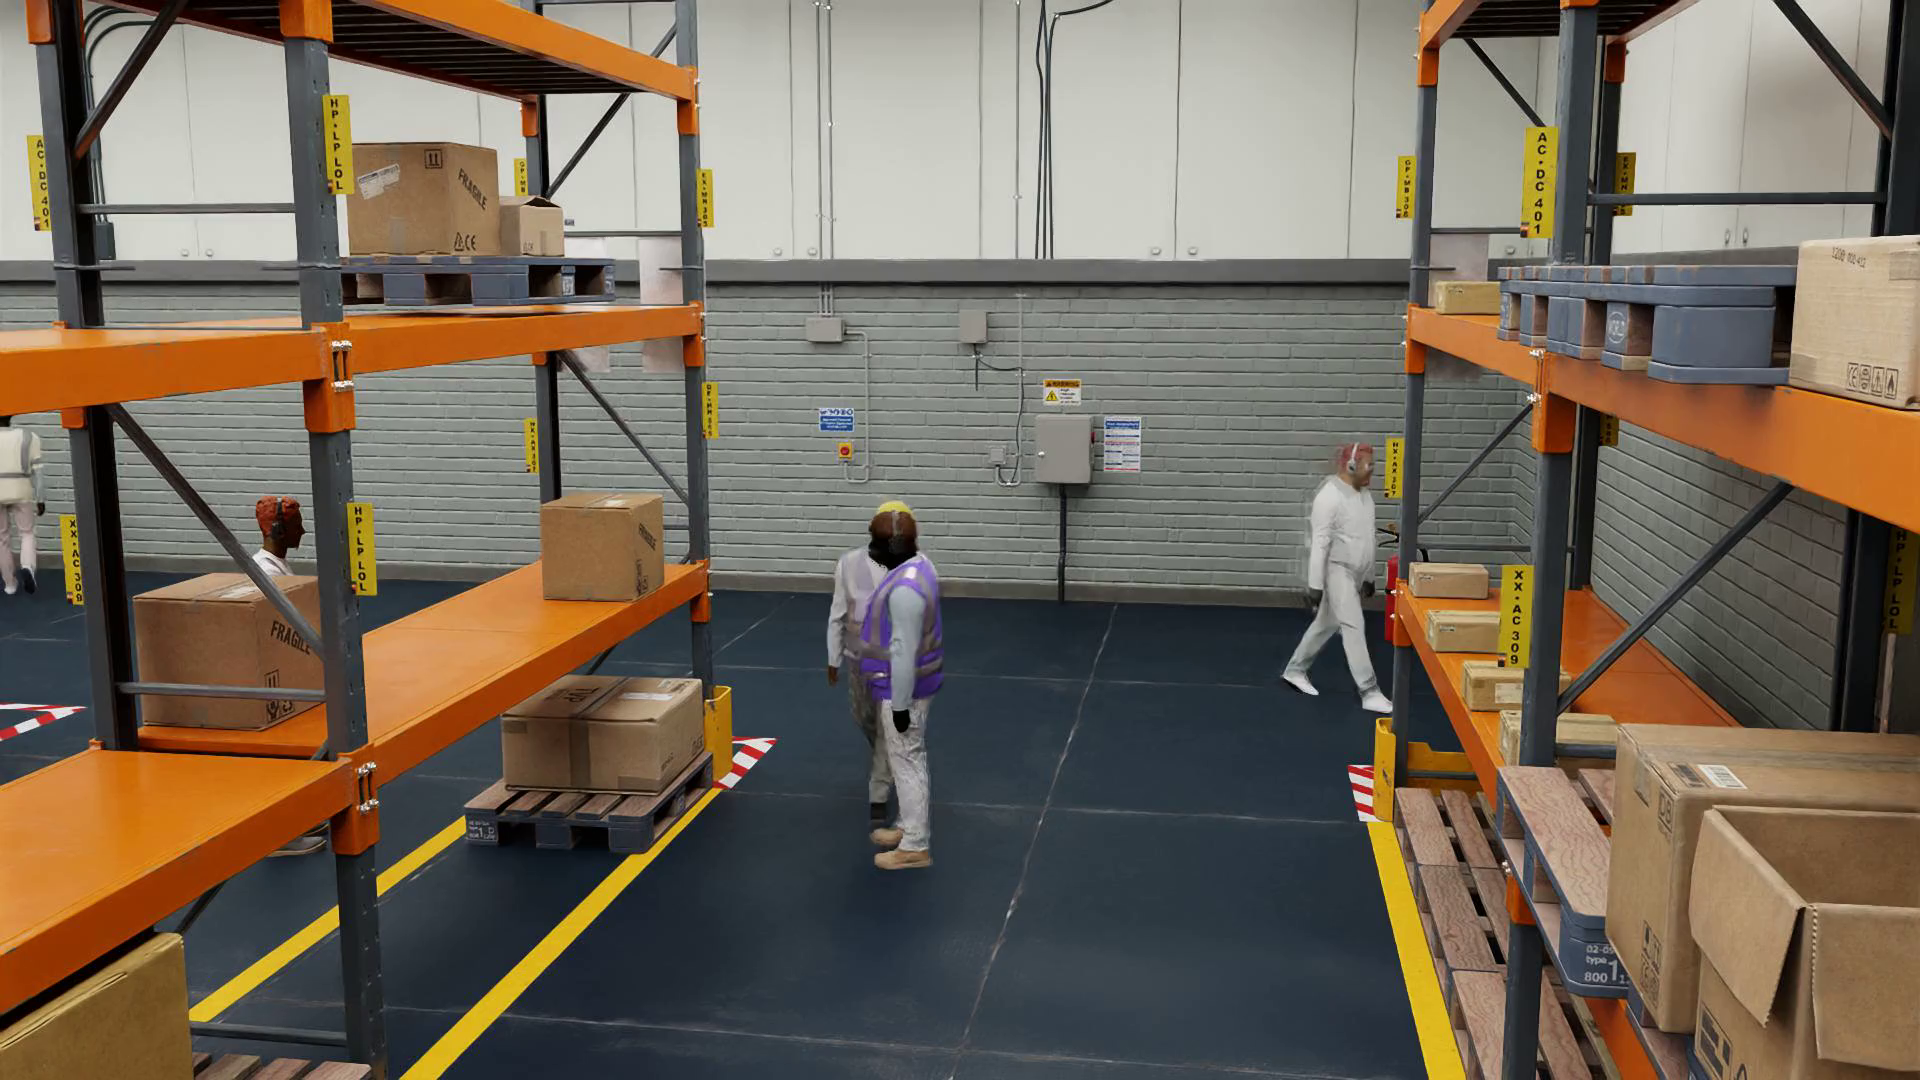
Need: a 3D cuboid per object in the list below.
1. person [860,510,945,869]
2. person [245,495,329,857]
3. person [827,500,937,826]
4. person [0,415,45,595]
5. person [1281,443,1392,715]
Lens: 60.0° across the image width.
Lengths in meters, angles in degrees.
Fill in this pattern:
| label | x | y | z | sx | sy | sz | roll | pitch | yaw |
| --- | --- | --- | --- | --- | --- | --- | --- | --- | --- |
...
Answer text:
| label | x | y | z | sx | sy | sz | roll | pitch | yaw |
| --- | --- | --- | --- | --- | --- | --- | --- | --- | --- |
| person | -0.296 | 0.755 | 8.500 | 0.431 | 1.833 | 0.640 | 1 | 9 | 3 |
| person | -3.539 | 0.702 | 8.676 | 0.359 | 1.880 | 0.575 | -4 | 10 | -21 |
| person | -0.428 | 0.631 | 9.407 | 0.610 | 1.789 | 0.854 | 1 | 9 | 9 |
| person | -8.821 | -0.406 | 15.425 | 0.590 | 1.910 | 0.643 | -5 | 11 | -30 |
| person | 2.673 | 0.240 | 11.641 | 1.010 | 1.855 | 0.653 | 8 | 12 | 39 |
